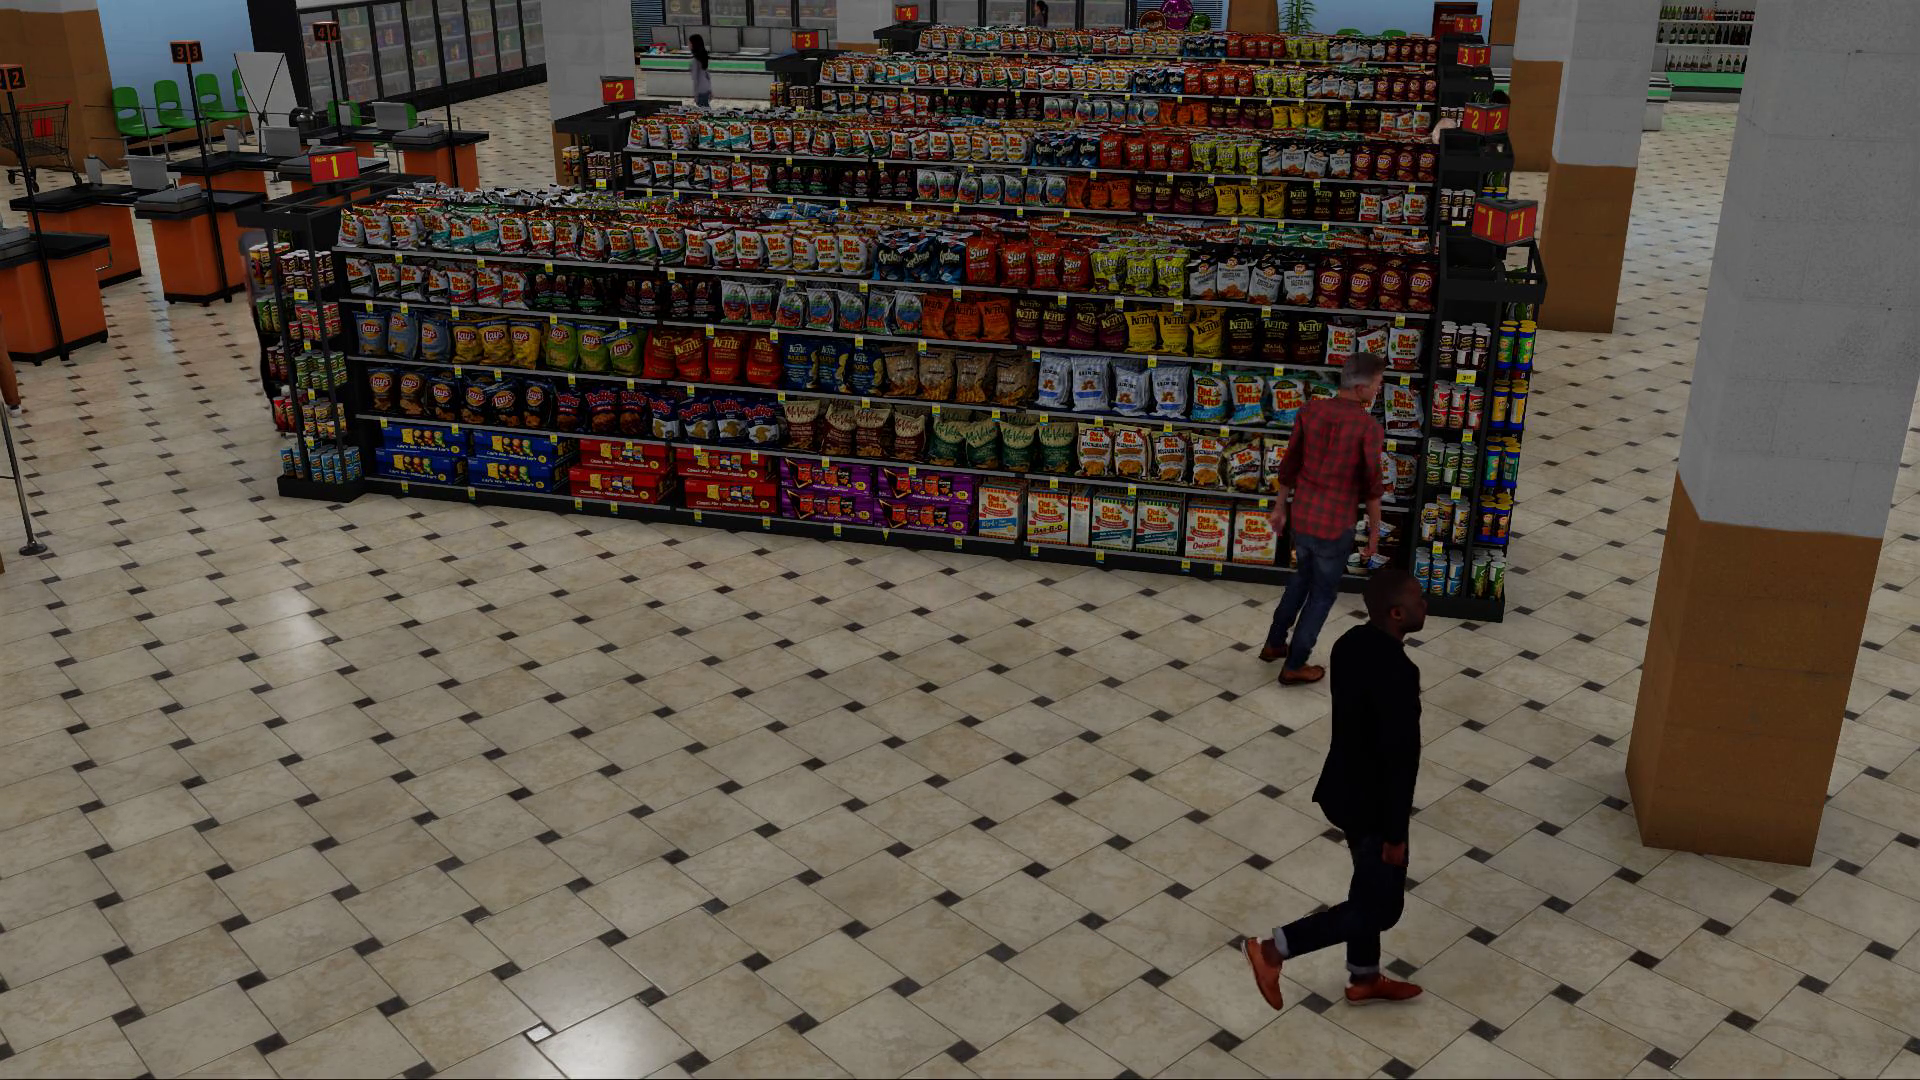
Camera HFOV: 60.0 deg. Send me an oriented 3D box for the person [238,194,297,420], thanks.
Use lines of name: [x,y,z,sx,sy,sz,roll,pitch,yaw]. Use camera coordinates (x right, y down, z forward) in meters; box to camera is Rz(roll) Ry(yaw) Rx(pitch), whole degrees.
person: [-5.380,-1.792,13.023,1.091,1.718,0.921,0,22,0]

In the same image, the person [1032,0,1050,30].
person: [1.619,-9.999,33.502,0.689,1.679,0.689,13,26,30]

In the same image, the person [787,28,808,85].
person: [-2.638,-7.148,26.242,0.765,1.801,0.735,1,22,3]

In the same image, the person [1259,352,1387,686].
person: [1.849,-0.092,8.685,0.838,1.798,0.917,18,28,37]

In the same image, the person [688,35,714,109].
person: [-3.915,-6.921,25.888,1.148,1.644,0.698,8,23,19]

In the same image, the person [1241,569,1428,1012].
person: [1.409,0.965,6.047,1.038,1.804,0.841,0,22,1]

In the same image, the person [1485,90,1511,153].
person: [6.281,-4.402,19.545,0.971,1.698,0.586,7,23,17]
